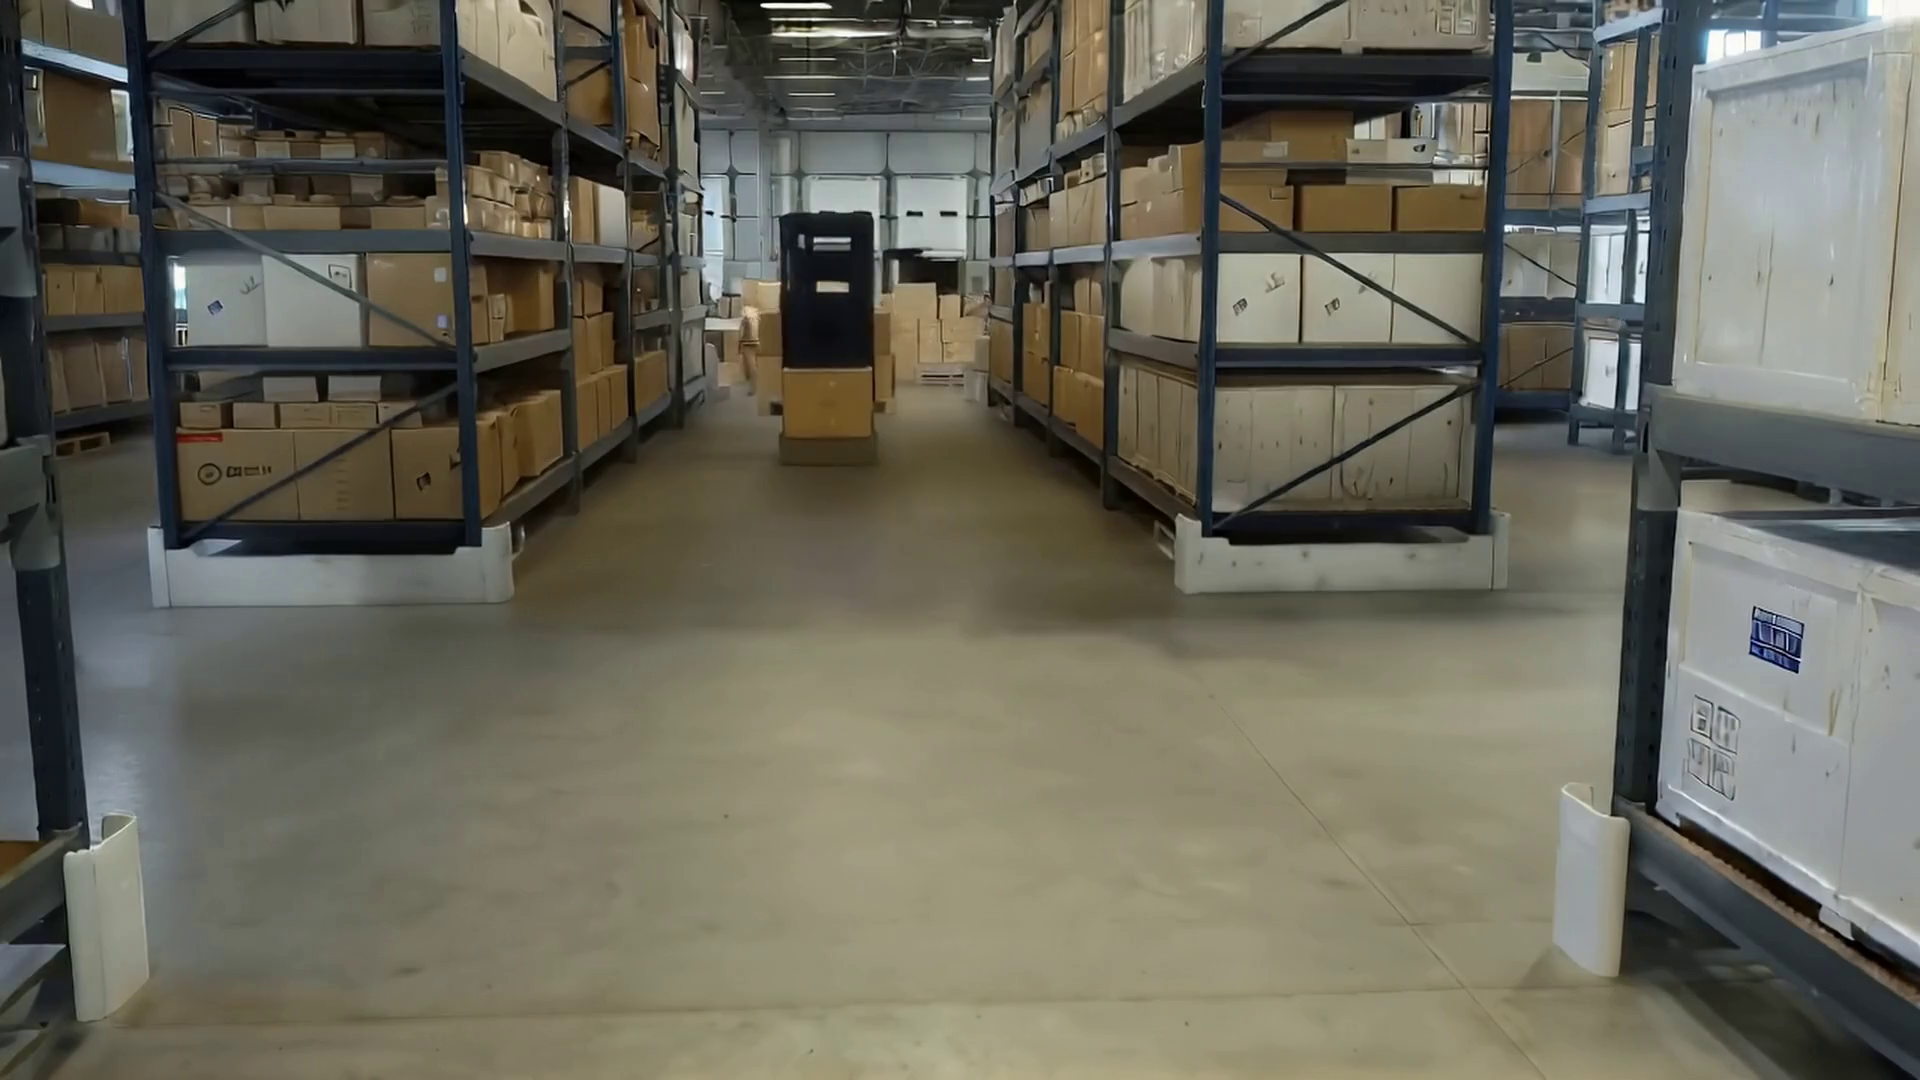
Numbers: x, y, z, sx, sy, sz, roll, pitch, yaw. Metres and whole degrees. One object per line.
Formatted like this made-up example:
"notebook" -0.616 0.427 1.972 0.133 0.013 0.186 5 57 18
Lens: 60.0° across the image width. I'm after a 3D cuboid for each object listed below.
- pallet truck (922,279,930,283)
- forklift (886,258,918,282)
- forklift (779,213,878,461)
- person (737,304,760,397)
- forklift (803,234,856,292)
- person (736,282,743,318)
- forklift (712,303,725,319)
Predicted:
"pallet truck" -0.932 -8.922 63.114 1.885 1.965 0.823 2 9 13
"forklift" -1.592 -6.593 45.730 1.129 2.768 1.873 -1 9 -4
"forklift" -1.529 -2.372 19.221 1.129 2.768 1.873 -1 9 -4
"person" -3.565 -3.271 28.827 0.678 1.616 0.519 8 12 42
"forklift" -2.067 -3.617 27.042 1.129 2.768 1.873 -1 9 -4
"person" -7.085 -7.529 54.676 0.867 1.908 0.552 4 10 22
"forklift" -9.166 -8.488 57.628 1.873 2.768 1.129 -4 10 -21
